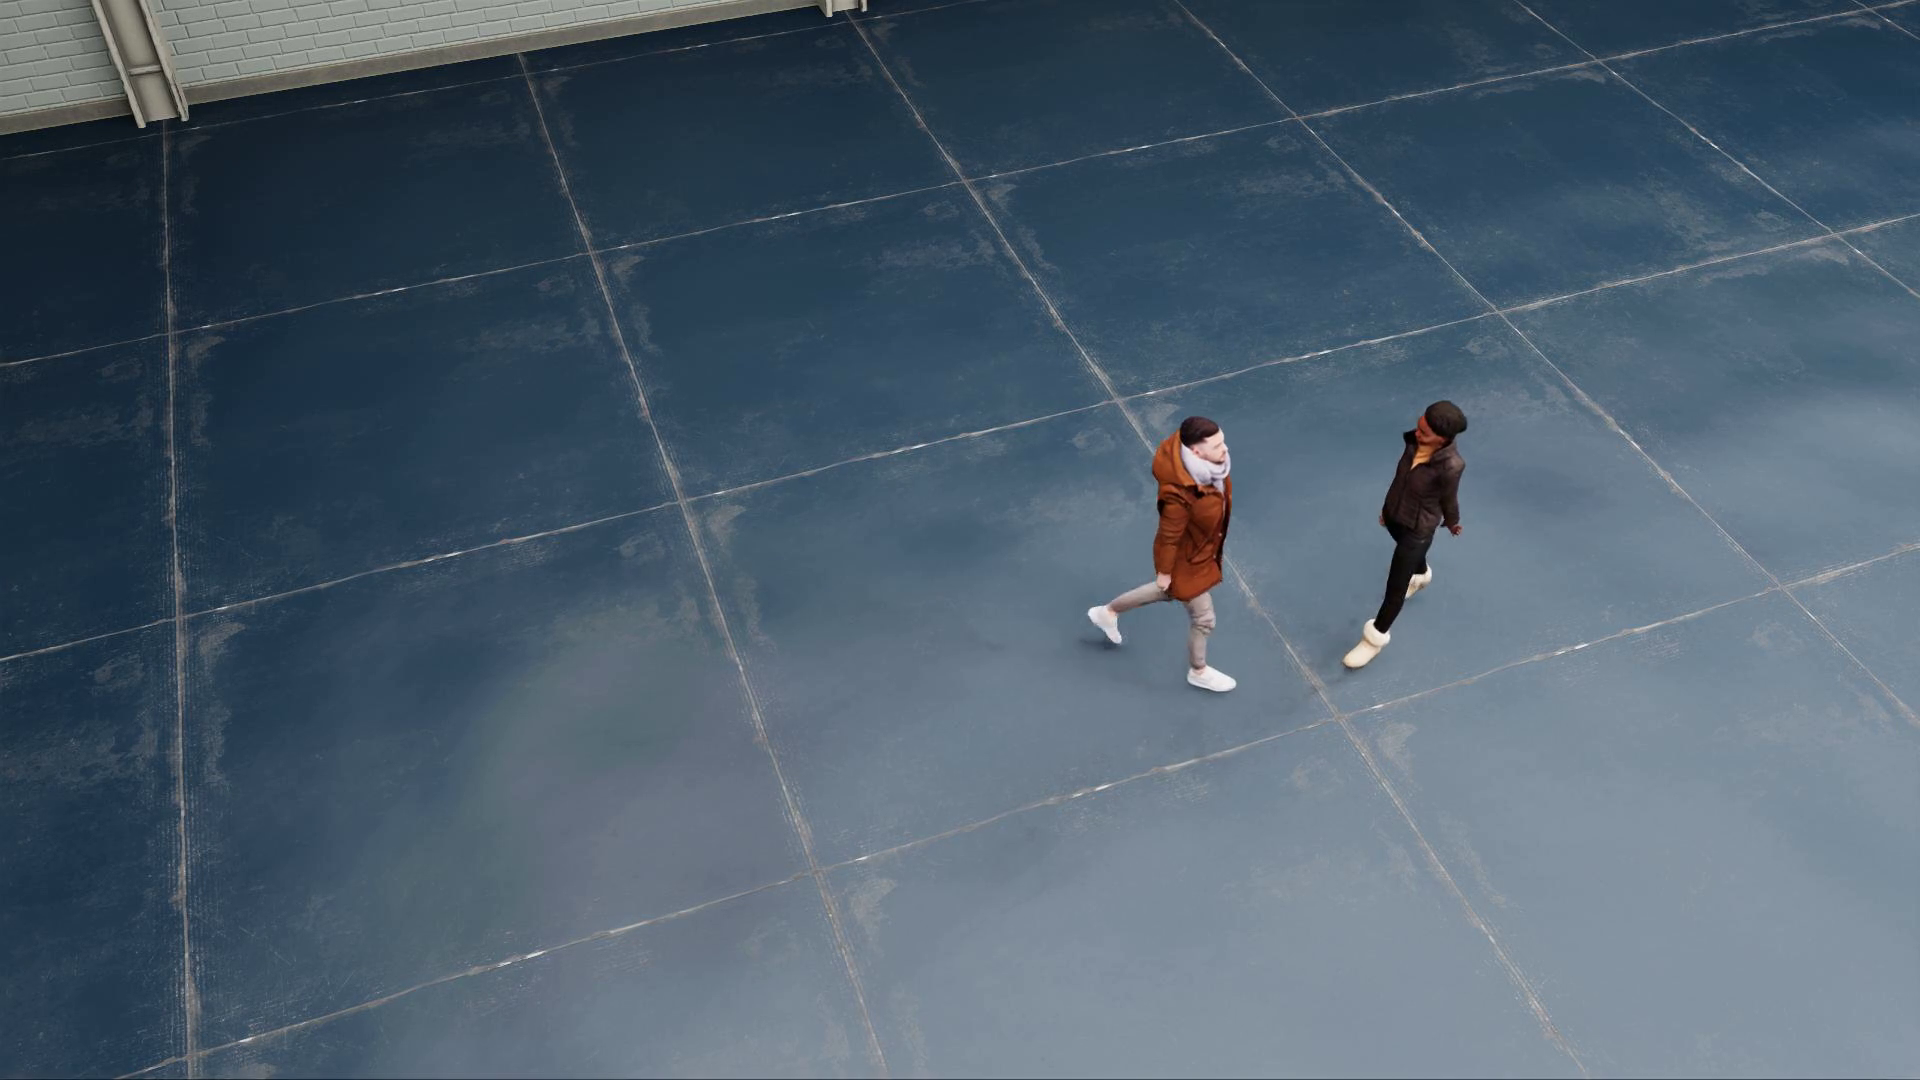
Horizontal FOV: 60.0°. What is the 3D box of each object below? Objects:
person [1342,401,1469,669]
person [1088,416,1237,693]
[{"bbox_3d":[2.342,-0.056,9.064,1.106,1.651,0.683,-19,46,-20],"label":"person"},{"bbox_3d":[1.112,0.055,8.830,1.240,1.809,1.112,11,44,12],"label":"person"}]
